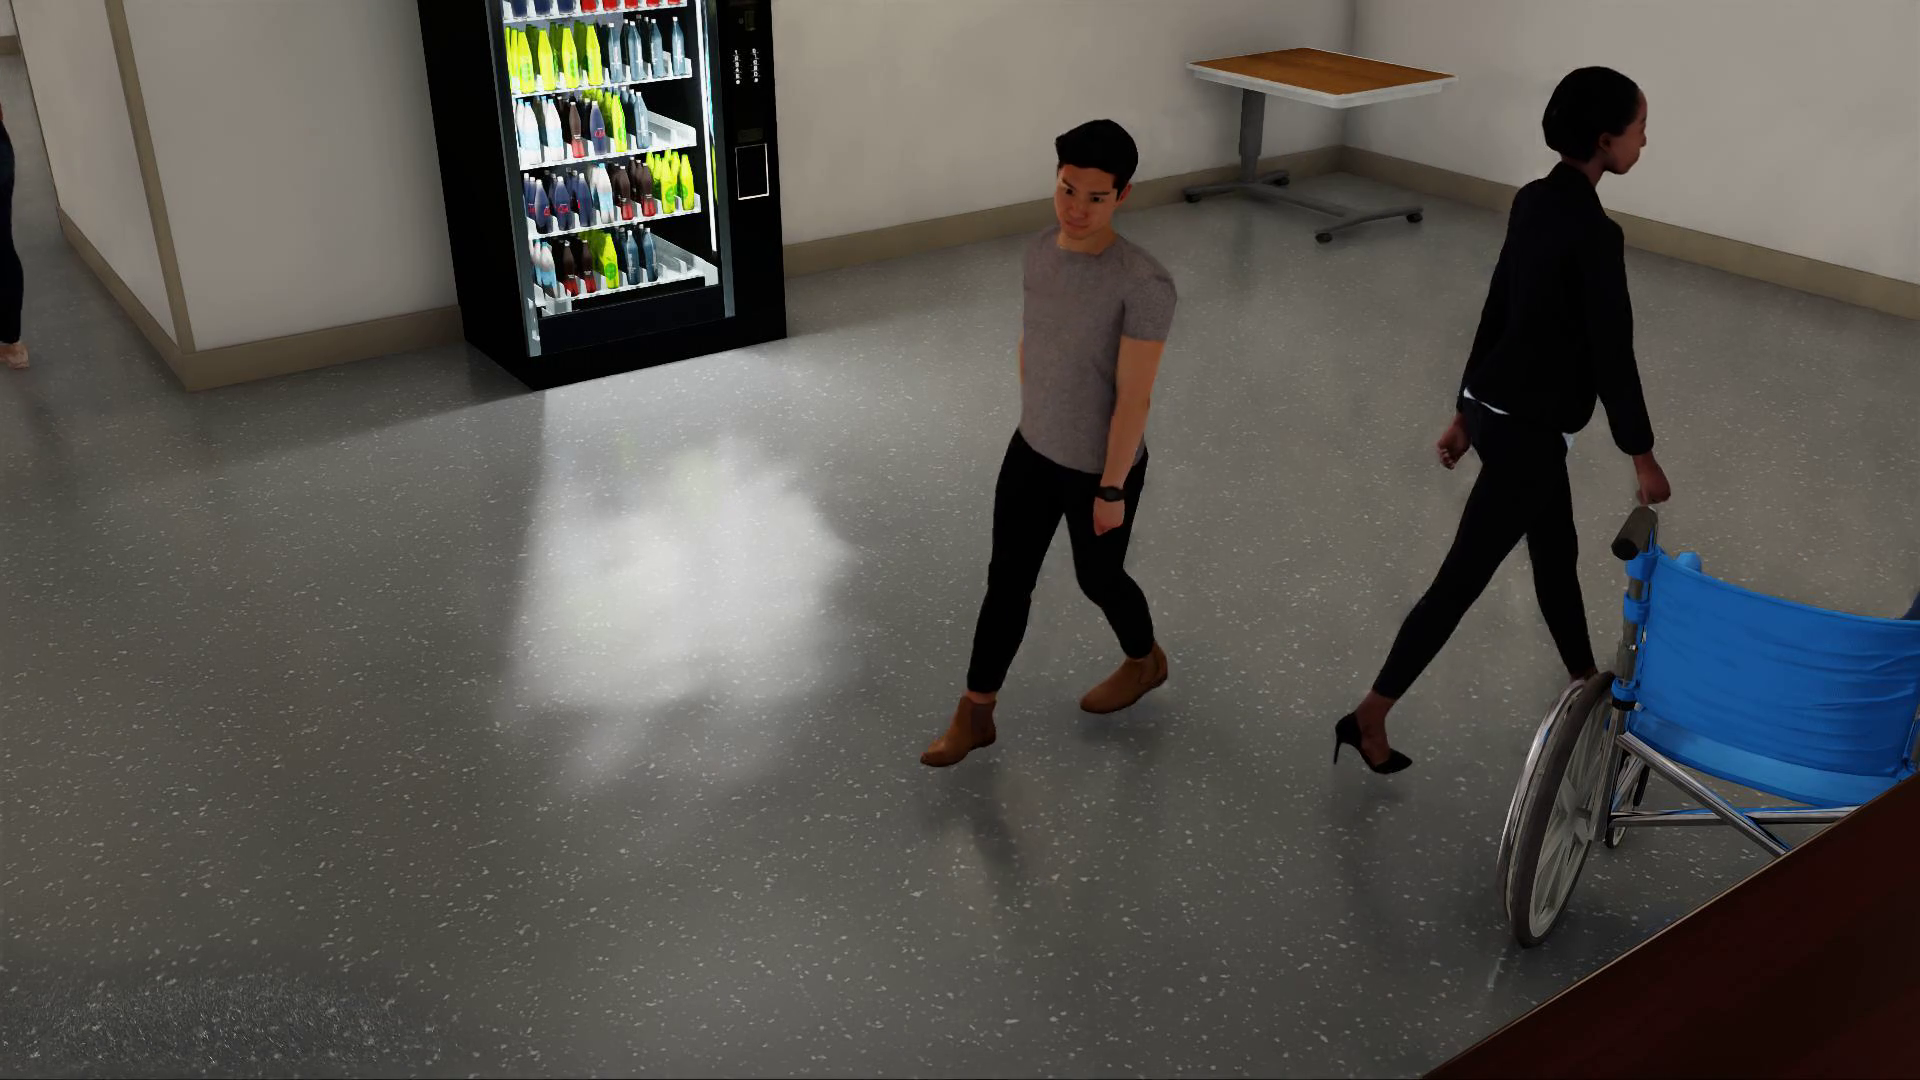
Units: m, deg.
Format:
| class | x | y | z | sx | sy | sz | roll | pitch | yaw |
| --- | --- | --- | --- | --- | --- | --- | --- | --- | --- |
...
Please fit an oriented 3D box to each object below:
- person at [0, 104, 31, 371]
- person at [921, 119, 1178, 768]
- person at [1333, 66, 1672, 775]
| class | x | y | z | sx | sy | sz | roll | pitch | yaw |
| --- | --- | --- | --- | --- | --- | --- | --- | --- | --- |
| person | -4.079 | -1.548 | 6.826 | 0.735 | 1.794 | 0.688 | 23 | 34 | 39 |
| person | 0.366 | -0.216 | 4.217 | 1.084 | 1.661 | 0.756 | -19 | 32 | -34 |
| person | 1.244 | -0.170 | 3.979 | 1.179 | 1.785 | 1.005 | -1 | 26 | -2 |
